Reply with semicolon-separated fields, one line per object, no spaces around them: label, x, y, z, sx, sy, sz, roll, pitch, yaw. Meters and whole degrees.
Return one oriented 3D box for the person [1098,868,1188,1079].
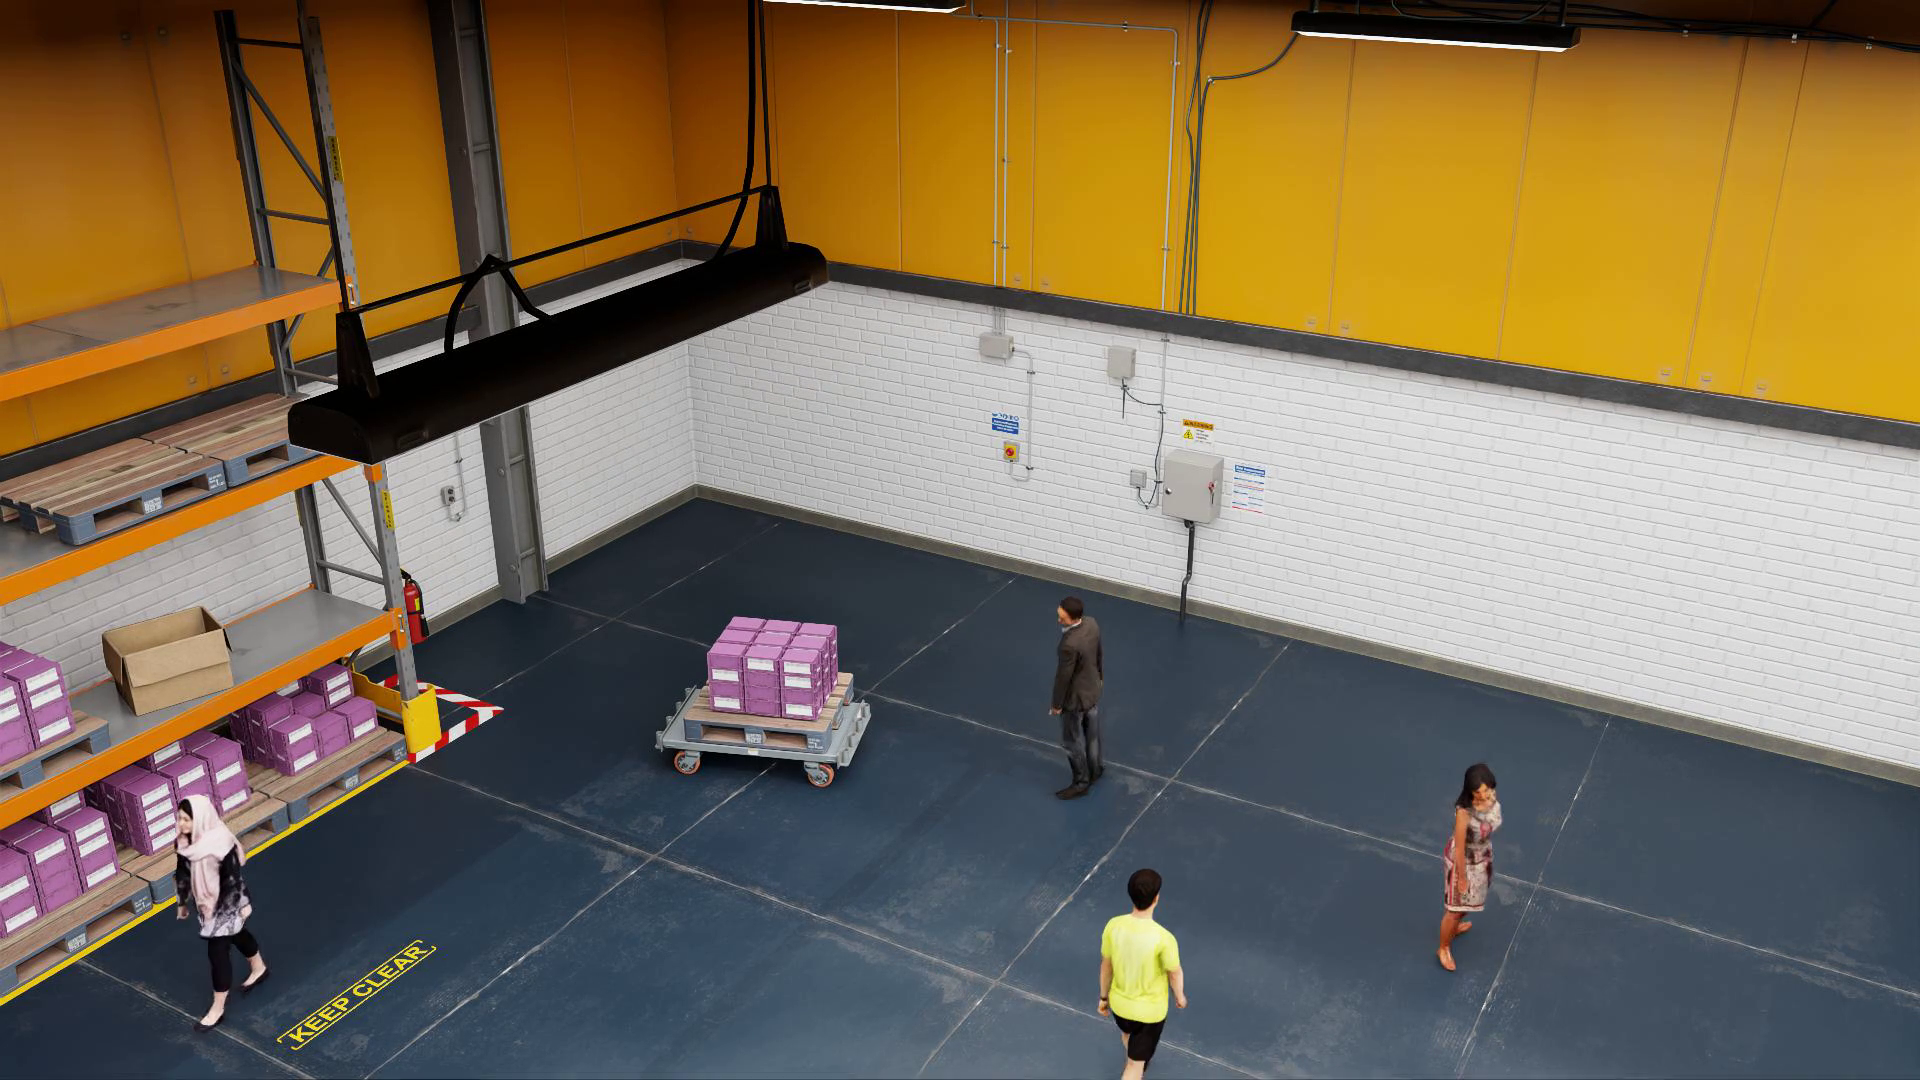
person;1.023;2.785;9.862;0.665;1.669;1.027;15;28;31

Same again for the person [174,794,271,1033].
person;-4.815;2.338;10.961;0.671;1.607;0.926;11;26;23

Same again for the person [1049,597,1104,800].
person;1.019;1.204;13.350;0.496;1.771;0.862;-21;31;-39

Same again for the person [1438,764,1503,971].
person;3.462;2.156;11.361;0.871;1.621;0.586;13;27;28
